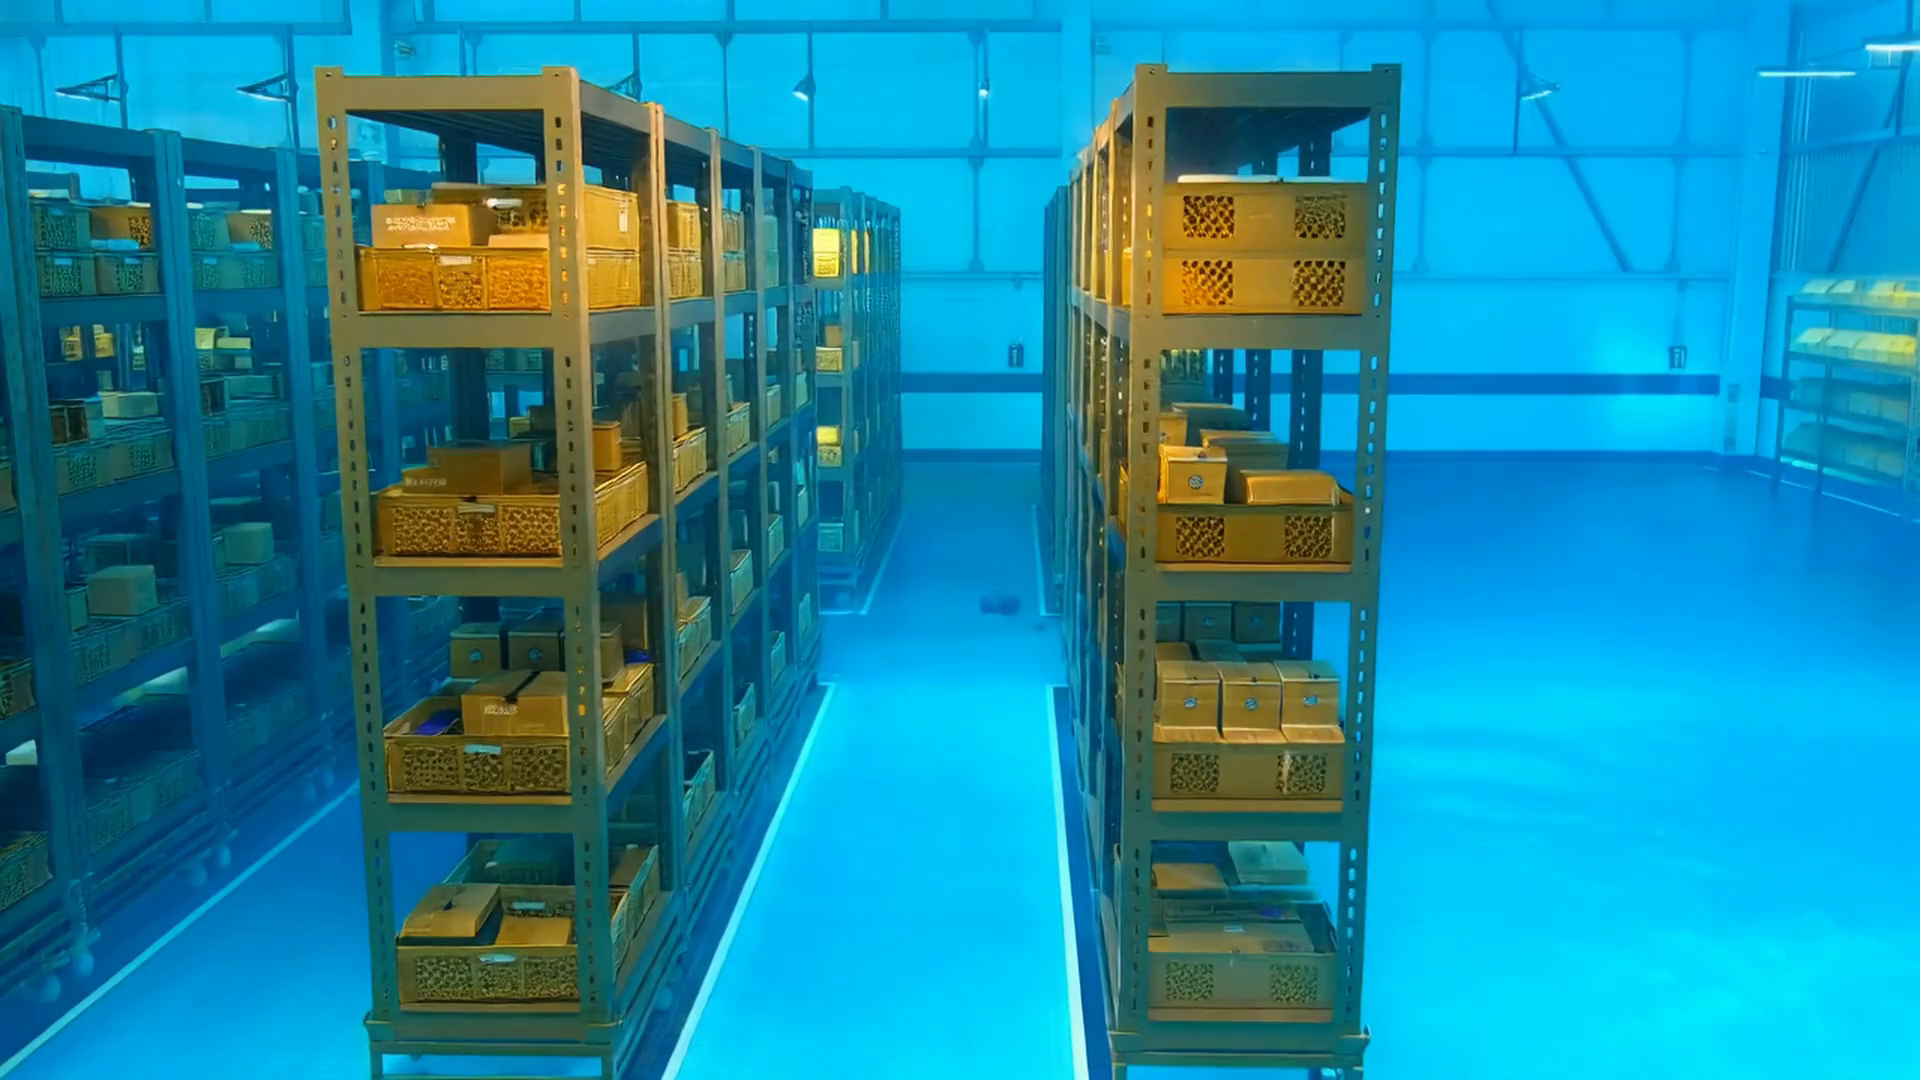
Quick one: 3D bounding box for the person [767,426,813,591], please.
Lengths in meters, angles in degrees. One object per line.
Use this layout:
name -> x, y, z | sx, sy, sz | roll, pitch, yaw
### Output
person -> -1.356, 0.024, 12.435 | 0.666, 1.817, 0.472 | 6, 11, 32
